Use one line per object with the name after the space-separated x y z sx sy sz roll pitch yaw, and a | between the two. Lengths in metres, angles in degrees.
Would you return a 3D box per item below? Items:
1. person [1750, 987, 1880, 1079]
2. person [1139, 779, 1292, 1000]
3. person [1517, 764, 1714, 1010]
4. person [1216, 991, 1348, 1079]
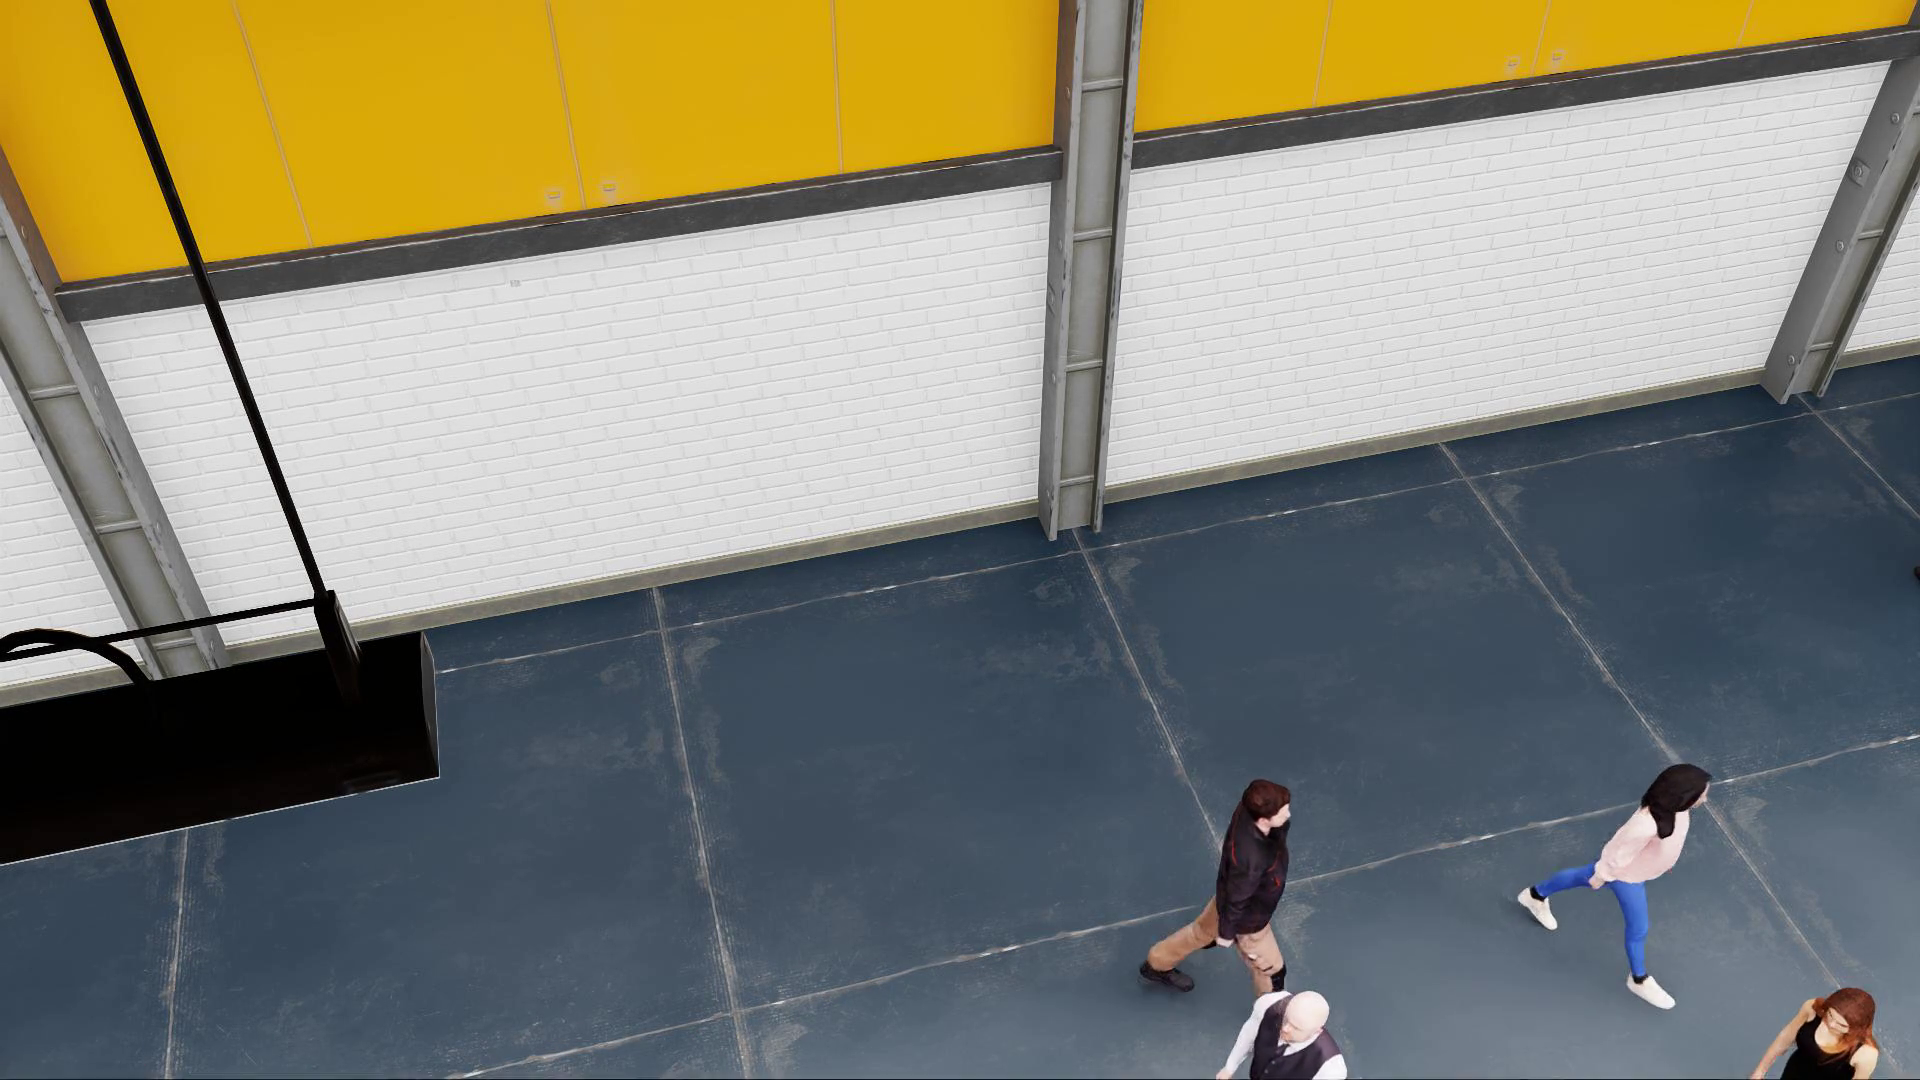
4.148 2.609 7.947 0.638 1.701 0.598 -16 46 -16 | person
1.379 1.861 8.598 1.330 1.886 1.065 8 44 8 | person
3.491 1.698 8.897 1.237 1.711 1.124 -34 53 -30 | person
1.591 2.601 7.900 1.310 1.778 0.905 -21 48 -21 | person
